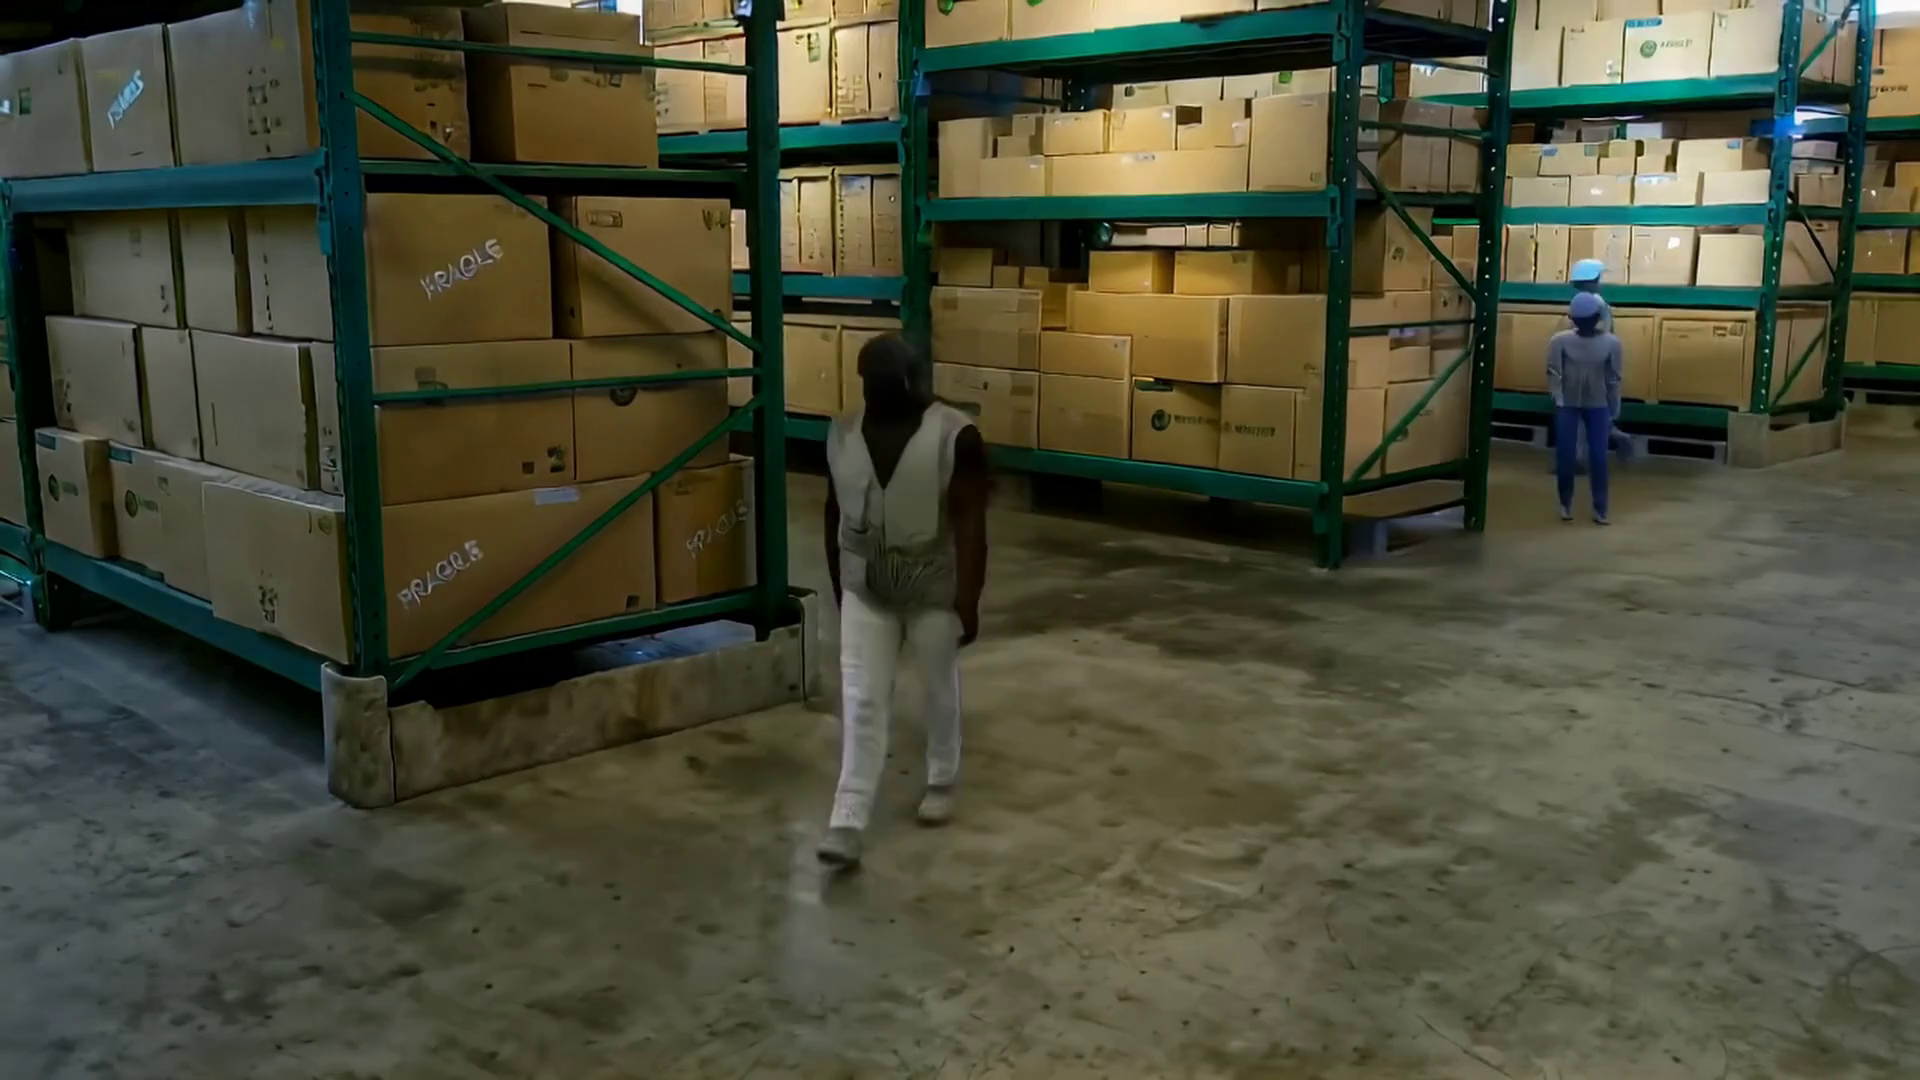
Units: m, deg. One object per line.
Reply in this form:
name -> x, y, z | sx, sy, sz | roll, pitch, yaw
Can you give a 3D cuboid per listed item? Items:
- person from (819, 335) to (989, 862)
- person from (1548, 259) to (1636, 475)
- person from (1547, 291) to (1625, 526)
person -> -0.207, 0.191, 5.786 | 0.636, 1.792, 0.954 | 3, 11, 16
person -> 5.651, -1.519, 14.750 | 0.657, 1.930, 0.622 | 2, 11, 12
person -> 4.584, -0.960, 12.224 | 0.533, 1.728, 0.461 | 3, 11, 18
